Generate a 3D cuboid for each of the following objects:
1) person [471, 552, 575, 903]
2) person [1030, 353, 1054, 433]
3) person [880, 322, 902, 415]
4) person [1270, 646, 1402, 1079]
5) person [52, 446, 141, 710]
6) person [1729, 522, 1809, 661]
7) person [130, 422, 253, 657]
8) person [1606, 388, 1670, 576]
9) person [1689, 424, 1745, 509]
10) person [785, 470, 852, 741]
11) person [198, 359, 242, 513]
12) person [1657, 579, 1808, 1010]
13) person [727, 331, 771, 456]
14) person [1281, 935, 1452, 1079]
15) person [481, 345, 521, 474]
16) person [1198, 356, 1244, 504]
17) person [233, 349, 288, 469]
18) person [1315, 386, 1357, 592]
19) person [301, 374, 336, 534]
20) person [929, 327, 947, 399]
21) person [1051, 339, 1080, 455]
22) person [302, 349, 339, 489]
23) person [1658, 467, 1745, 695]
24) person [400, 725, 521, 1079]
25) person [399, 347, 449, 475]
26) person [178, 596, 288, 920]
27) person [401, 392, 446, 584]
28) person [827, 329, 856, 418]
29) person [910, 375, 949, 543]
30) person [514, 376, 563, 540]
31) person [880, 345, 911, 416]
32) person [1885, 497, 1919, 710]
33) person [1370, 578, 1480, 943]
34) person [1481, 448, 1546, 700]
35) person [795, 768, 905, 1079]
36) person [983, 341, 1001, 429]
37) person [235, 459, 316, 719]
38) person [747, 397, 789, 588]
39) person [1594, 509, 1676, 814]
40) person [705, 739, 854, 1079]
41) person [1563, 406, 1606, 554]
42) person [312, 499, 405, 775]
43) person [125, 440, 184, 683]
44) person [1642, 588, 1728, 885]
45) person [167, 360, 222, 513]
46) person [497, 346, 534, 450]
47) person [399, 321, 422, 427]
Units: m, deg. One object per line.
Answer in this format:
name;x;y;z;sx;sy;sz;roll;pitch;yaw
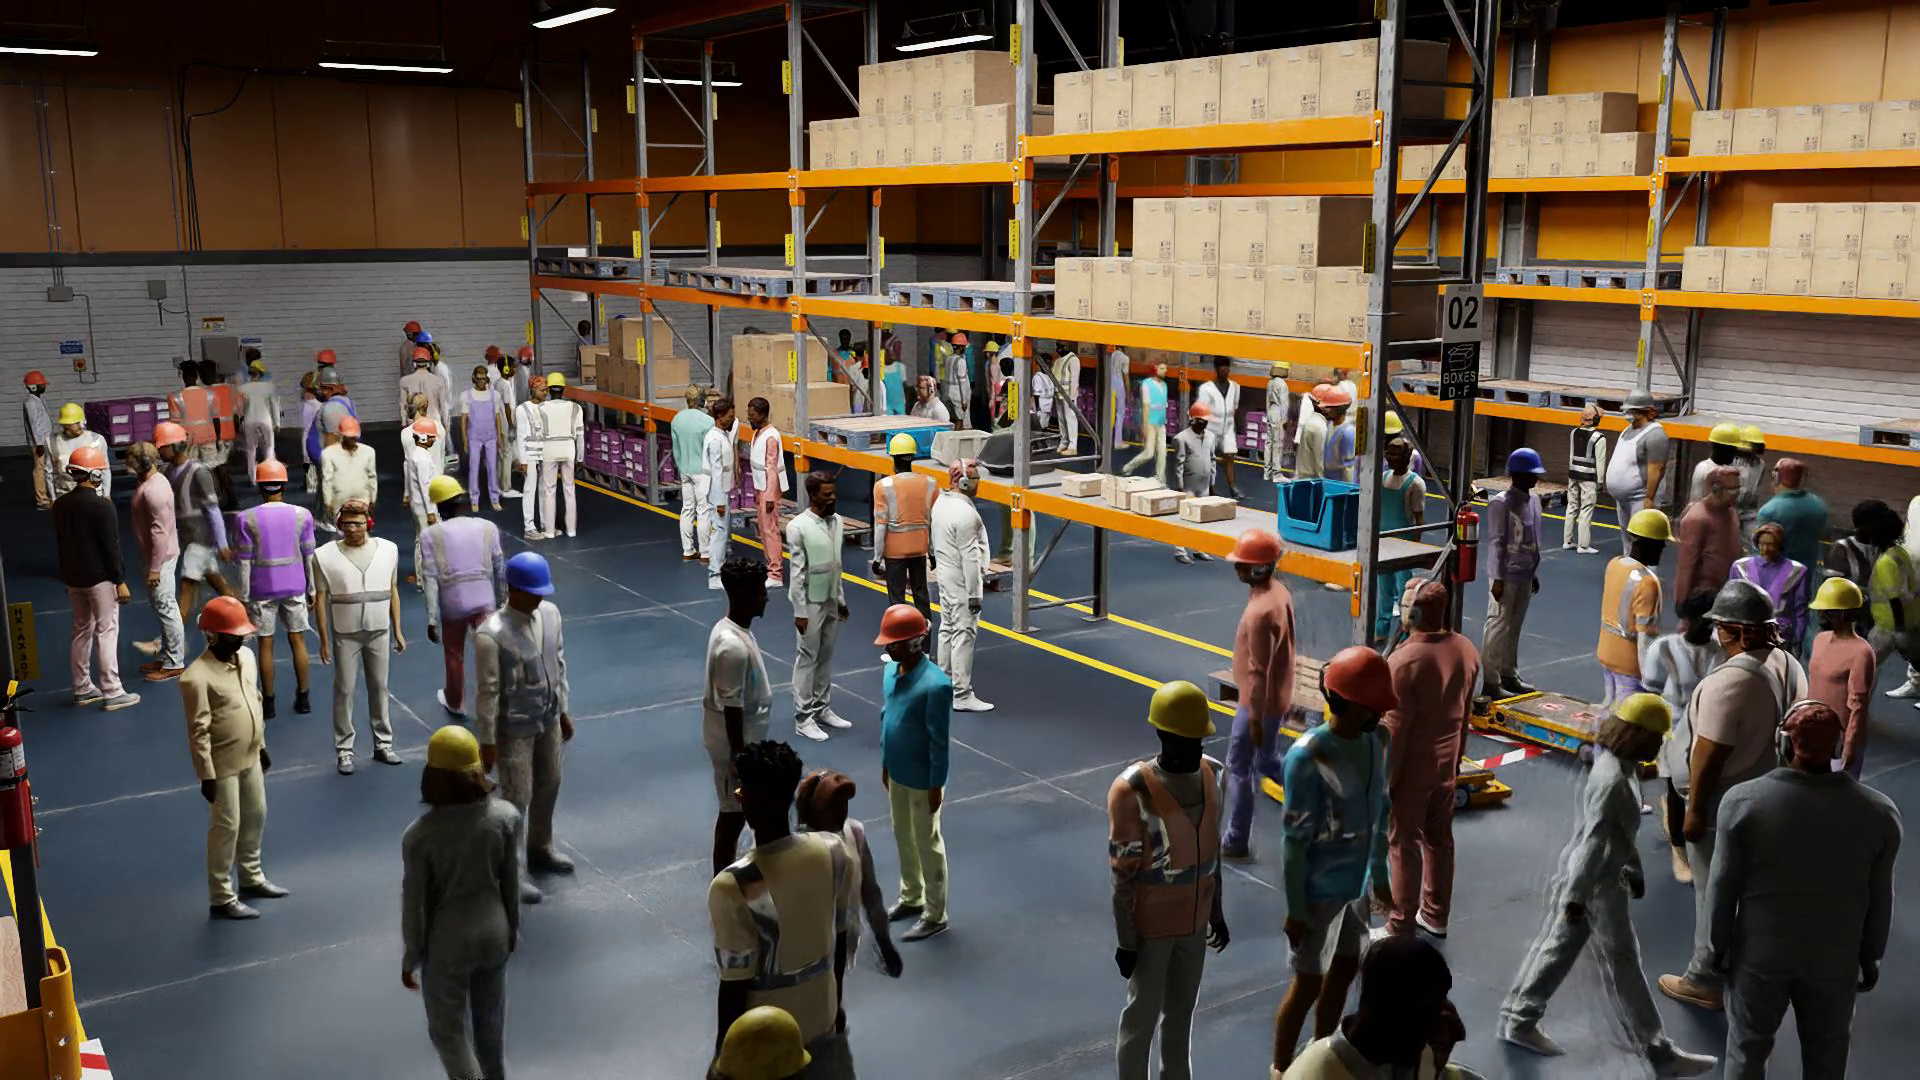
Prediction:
person;-2.381;0.994;9.073;0.540;1.922;0.709;6;13;28
person;1.215;-1.916;24.549;0.322;1.692;0.534;5;12;24
person;-1.309;-3.111;30.334;0.403;1.824;0.593;-9;14;-37
person;1.550;1.396;6.763;0.608;2.021;0.457;-10;15;-42
person;-6.525;0.284;12.554;0.621;1.987;0.413;5;12;25
person;5.519;0.680;11.427;0.525;1.632;0.312;7;13;33
person;-6.516;0.000;13.987;0.630;1.982;1.103;10;15;42
person;6.639;-0.493;16.375;0.537;2.000;0.690;-1;11;-3
person;6.555;-0.063;14.493;0.396;1.918;0.585;10;15;42
person;-1.015;0.448;11.870;0.391;1.920;0.587;6;13;28
person;-9.386;-1.293;20.795;0.902;1.918;0.601;4;12;20
person;3.618;1.173;7.850;0.681;2.000;0.535;-8;13;-34
person;-3.122;-2.203;25.127;0.781;2.000;0.550;0;11;-2
person;1.026;1.916;4.430;0.671;1.899;0.434;-9;14;-38
person;-6.641;-1.874;23.936;0.579;1.858;0.876;-8;13;-34
person;3.358;-1.432;21.515;0.627;1.908;1.020;-3;11;-15
person;-10.176;-1.882;24.144;0.938;1.793;0.666;4;12;19
person;3.720;-0.506;16.477;0.427;2.033;0.608;-1;11;-5
person;-7.414;-1.019;19.434;0.510;1.901;0.580;1;11;4
person;-0.341;-3.092;30.221;0.431;1.836;0.636;10;15;40
person;1.626;-2.236;25.843;0.430;1.837;0.627;-5;12;-25
person;-8.708;-1.631;22.613;0.563;1.899;0.709;3;11;13
person;5.649;0.385;12.335;0.987;1.857;0.656;11;15;43
person;-1.943;1.587;6.572;0.505;1.750;0.514;-10;15;-41
person;-7.029;-1.534;21.853;0.618;1.986;0.408;-3;12;-17
person;-3.835;1.141;8.791;0.354;1.737;0.576;2;11;9
person;-5.422;-0.526;16.808;0.371;1.940;0.630;3;11;14
person;-1.816;-2.388;26.389;0.592;1.920;0.392;0;11;2
person;-0.397;-0.915;18.867;0.407;1.913;0.641;-7;13;-34
person;-4.849;-0.948;19.129;0.359;1.880;0.575;6;13;30
person;-1.004;-2.016;24.796;0.569;1.802;0.392;-1;11;-7
person;7.341;0.325;12.581;0.401;1.895;0.649;-3;11;-13
person;2.307;1.130;8.418;0.651;1.905;0.409;-8;14;-37
person;4.257;0.255;12.780;0.604;1.949;0.389;-10;15;-42
person;-0.479;1.665;6.493;0.873;1.588;0.513;7;13;31
person;0.506;-2.200;25.814;0.321;1.769;0.523;1;11;5
person;-5.053;0.358;12.327;0.549;1.925;0.384;-7;13;-33
person;-1.937;-0.482;16.674;0.410;1.908;0.598;-4;12;-19
person;4.181;0.750;10.342;0.400;1.917;0.588;0;11;-1
person;-0.619;1.633;5.685;0.362;1.963;0.614;9;14;39
person;6.882;-0.663;18.305;0.314;1.629;0.509;-5;12;-23
person;-4.016;0.628;11.145;0.565;1.841;0.387;-8;14;-37
person;-6.422;0.165;13.272;0.372;1.939;0.631;-6;13;-28
person;4.124;1.046;9.464;0.537;1.663;0.751;1;11;5
person;-9.286;-1.208;20.223;0.603;1.967;0.367;-9;15;-40
person;-6.826;-2.138;25.640;0.668;1.708;0.632;-6;13;-30
person;-8.935;-2.580;27.210;0.412;1.985;0.611;1;11;4
